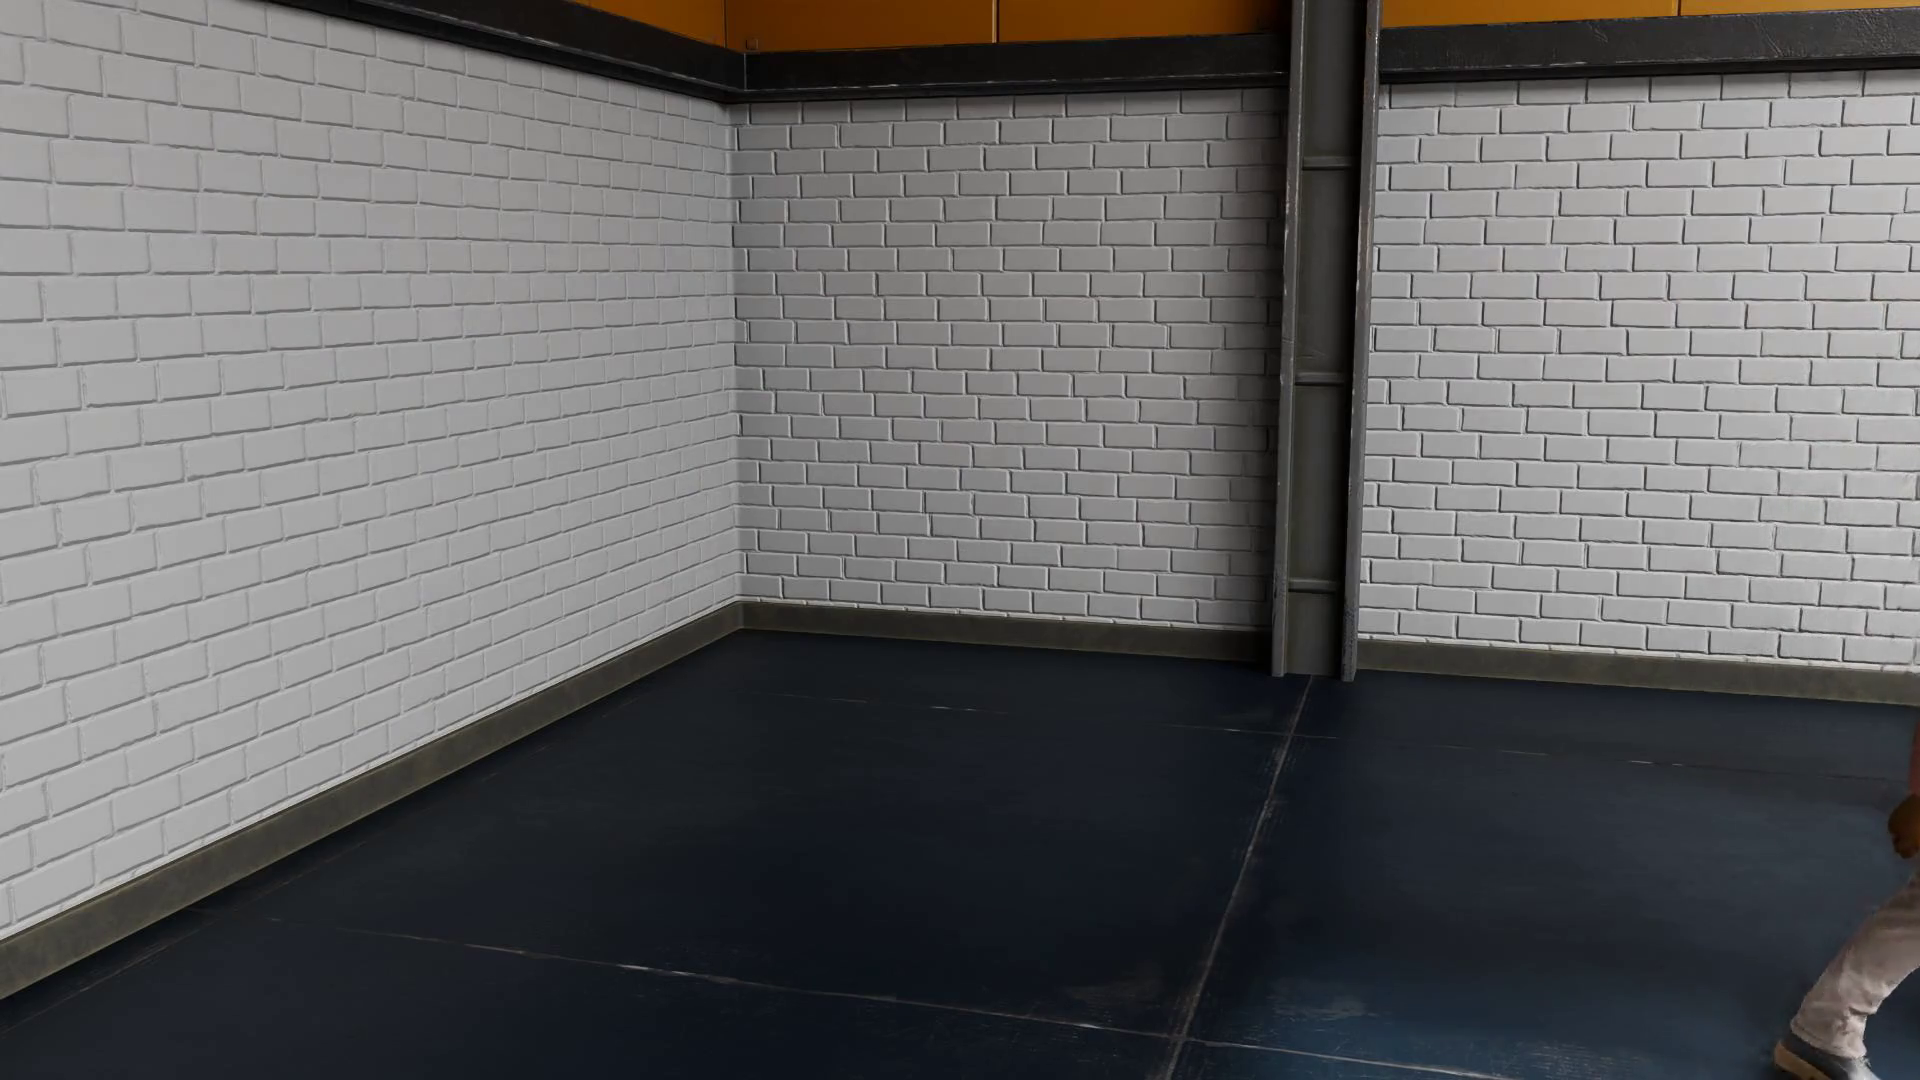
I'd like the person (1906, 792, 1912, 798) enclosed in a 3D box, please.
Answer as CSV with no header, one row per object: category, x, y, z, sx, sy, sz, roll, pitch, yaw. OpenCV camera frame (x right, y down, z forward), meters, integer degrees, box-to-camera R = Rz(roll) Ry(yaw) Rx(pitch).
person,3.826,0.289,5.816,0.883,1.583,0.521,4,10,23

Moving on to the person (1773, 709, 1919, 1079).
person,2.317,0.477,3.617,0.607,1.944,1.056,-9,13,-44
